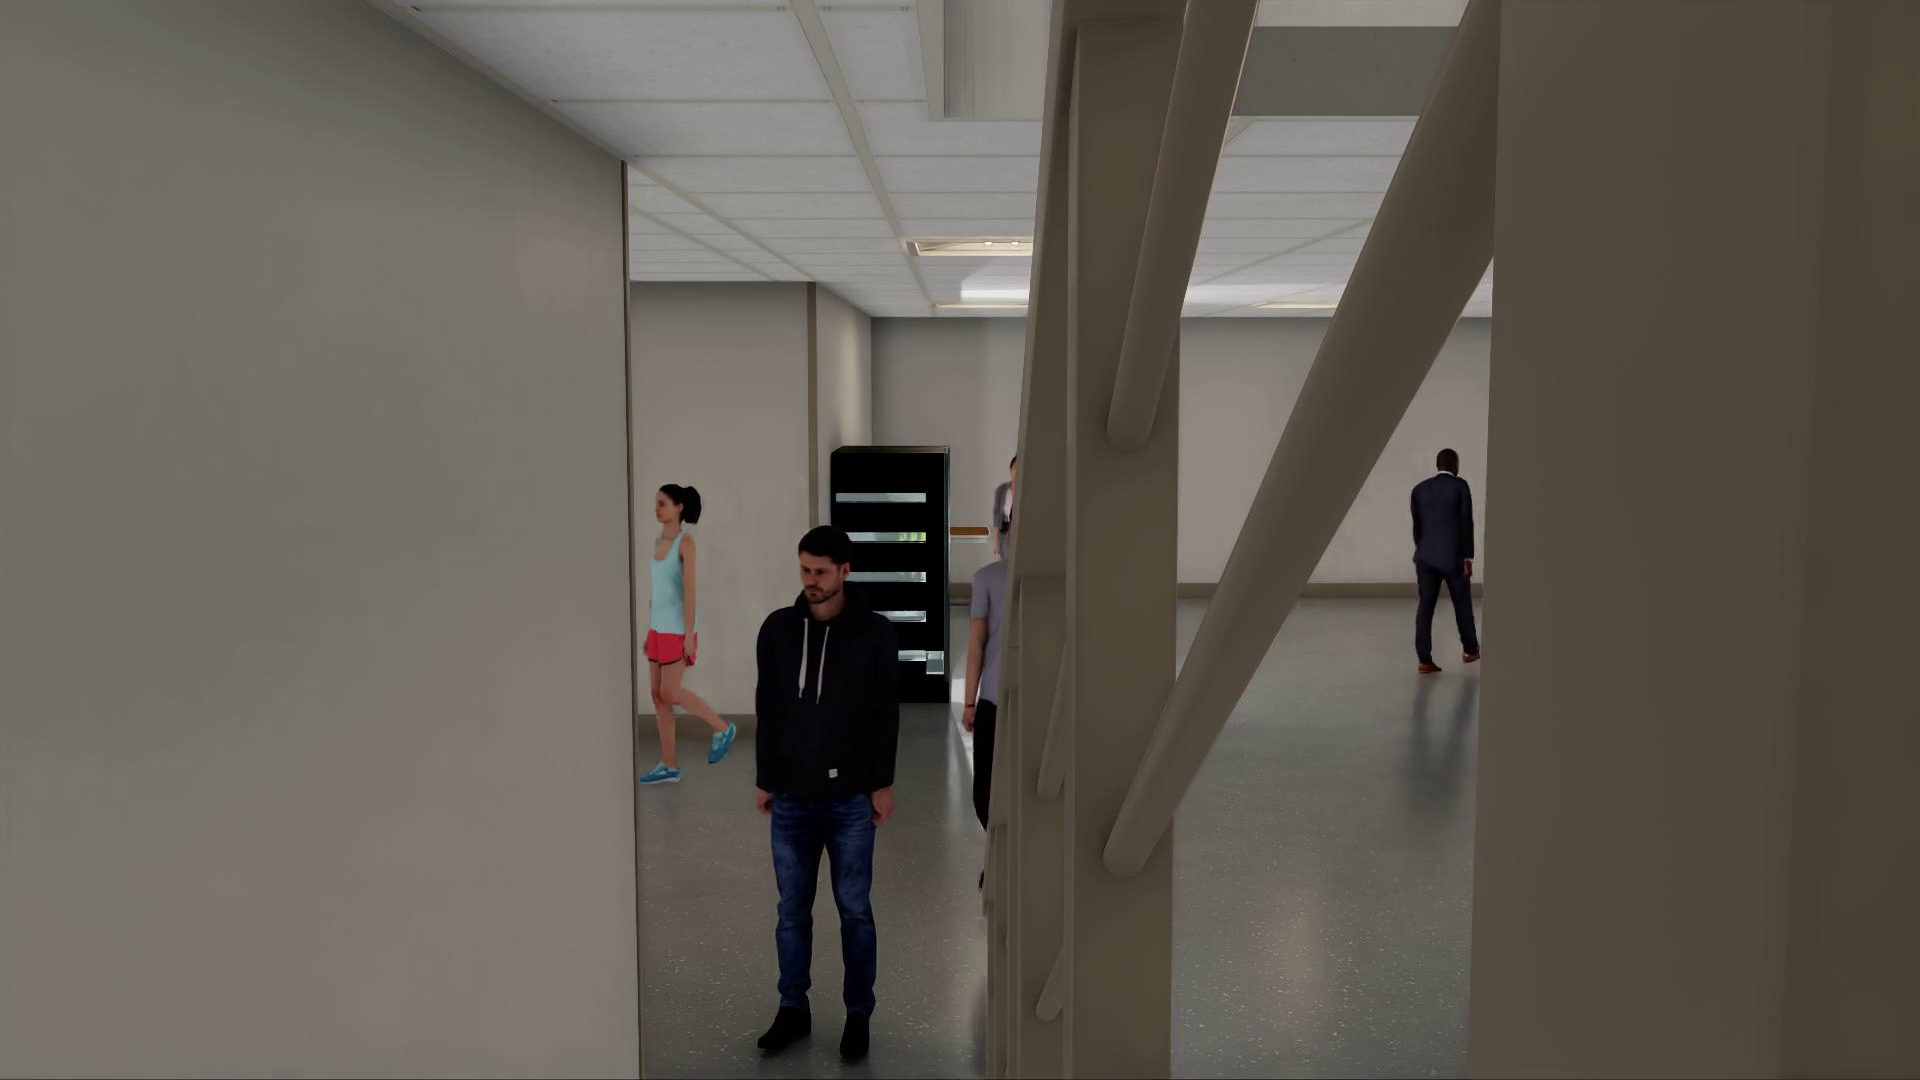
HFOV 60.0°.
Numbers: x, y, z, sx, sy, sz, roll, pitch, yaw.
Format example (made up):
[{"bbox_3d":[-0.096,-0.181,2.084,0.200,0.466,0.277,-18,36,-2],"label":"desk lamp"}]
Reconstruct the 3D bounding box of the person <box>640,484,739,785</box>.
[{"bbox_3d":[-1.614,0.554,9.751,0.920,1.751,0.901,-4,7,-37],"label":"person"}]

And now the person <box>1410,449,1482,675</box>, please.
[{"bbox_3d":[3.782,0.194,13.192,1.235,1.779,1.146,-6,8,-44],"label":"person"}]

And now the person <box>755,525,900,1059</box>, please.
[{"bbox_3d":[-0.474,0.871,5.911,0.722,1.888,0.651,1,6,13],"label":"person"}]
